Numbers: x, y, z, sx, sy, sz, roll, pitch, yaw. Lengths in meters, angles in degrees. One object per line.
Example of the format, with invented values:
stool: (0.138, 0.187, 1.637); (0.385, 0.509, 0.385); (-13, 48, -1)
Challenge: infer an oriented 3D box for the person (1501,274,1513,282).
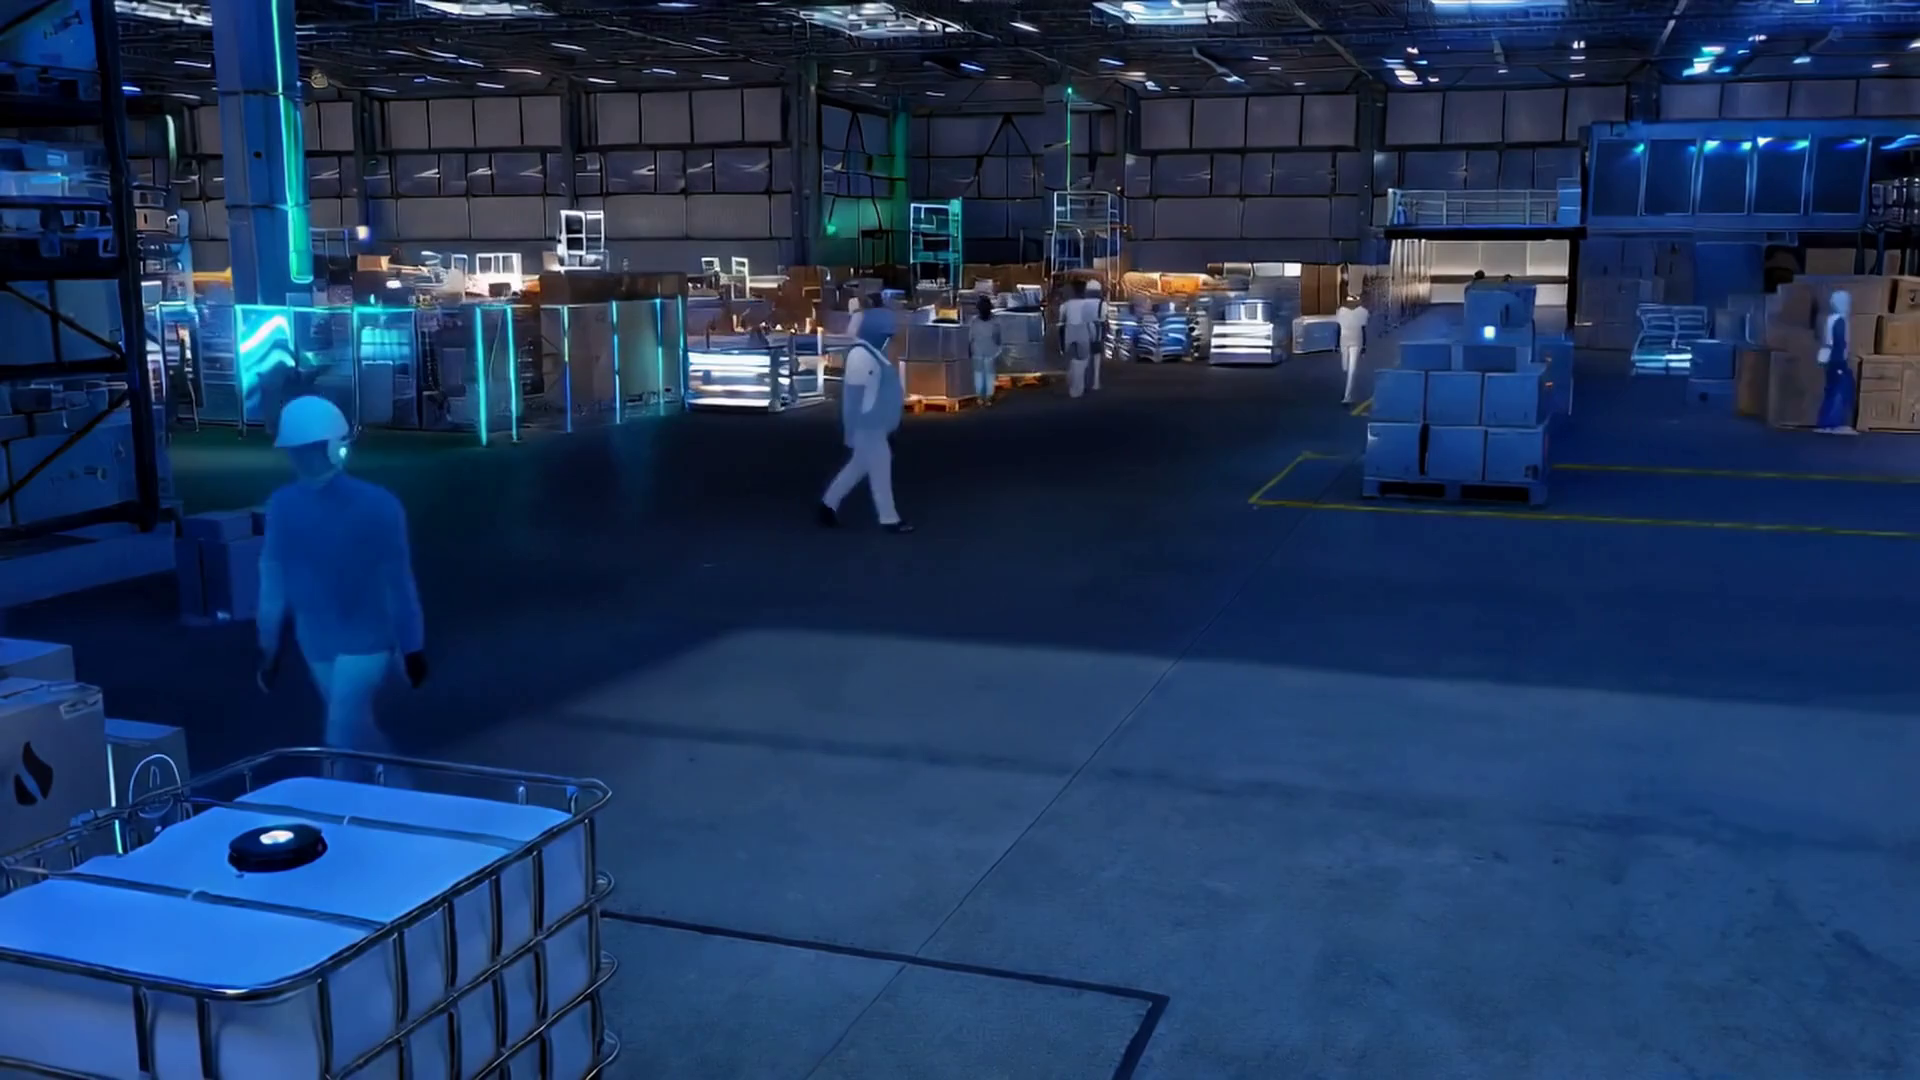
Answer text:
person: (11.980, -4.897, 36.520); (0.517, 1.865, 0.328); (-1, 10, -3)

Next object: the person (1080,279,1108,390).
person: (2.263, -3.529, 28.632); (0.543, 1.925, 0.632); (4, 11, 21)

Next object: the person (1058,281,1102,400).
person: (1.971, -3.282, 27.265); (0.621, 1.909, 1.006); (5, 11, 27)

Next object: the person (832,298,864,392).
person: (-1.823, -3.293, 28.223); (0.794, 1.603, 0.516); (3, 10, 15)

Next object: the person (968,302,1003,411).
person: (0.387, -2.829, 25.500); (0.528, 1.661, 0.884); (0, 10, 1)

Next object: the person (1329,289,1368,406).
person: (6.113, -3.023, 26.102); (0.517, 1.822, 0.971); (7, 12, 33)

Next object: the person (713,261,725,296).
person: (-8.765, -9.163, 60.402); (0.409, 1.913, 0.646); (1, 10, 5)

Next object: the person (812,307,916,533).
person: (-0.873, -1.082, 14.533); (0.926, 2.000, 0.700); (2, 10, 8)

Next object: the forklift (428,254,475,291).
forklift: (-20.133, -10.254, 65.465); (1.157, 1.987, 2.680); (3, 11, 19)

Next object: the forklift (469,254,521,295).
forklift: (-17.990, -10.121, 64.684); (1.157, 1.987, 2.680); (3, 11, 17)

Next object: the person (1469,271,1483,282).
person: (11.499, -5.030, 37.100); (0.385, 1.930, 0.539); (4, 11, 20)

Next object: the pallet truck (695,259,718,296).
pallet truck: (-9.165, -9.627, 62.776); (0.823, 1.965, 1.885); (4, 11, 23)

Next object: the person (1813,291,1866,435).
person: (11.685, -2.320, 21.926); (0.690, 1.885, 0.618); (3, 10, 15)

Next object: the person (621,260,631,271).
person: (-11.412, -8.542, 56.696); (1.053, 1.993, 0.610); (-4, 11, -21)

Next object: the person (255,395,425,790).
person: (-2.453, 0.397, 6.517); (0.624, 1.931, 1.063); (4, 11, 19)

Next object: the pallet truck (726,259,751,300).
pallet truck: (-7.986, -9.493, 62.019); (0.823, 1.965, 1.885); (3, 11, 17)
